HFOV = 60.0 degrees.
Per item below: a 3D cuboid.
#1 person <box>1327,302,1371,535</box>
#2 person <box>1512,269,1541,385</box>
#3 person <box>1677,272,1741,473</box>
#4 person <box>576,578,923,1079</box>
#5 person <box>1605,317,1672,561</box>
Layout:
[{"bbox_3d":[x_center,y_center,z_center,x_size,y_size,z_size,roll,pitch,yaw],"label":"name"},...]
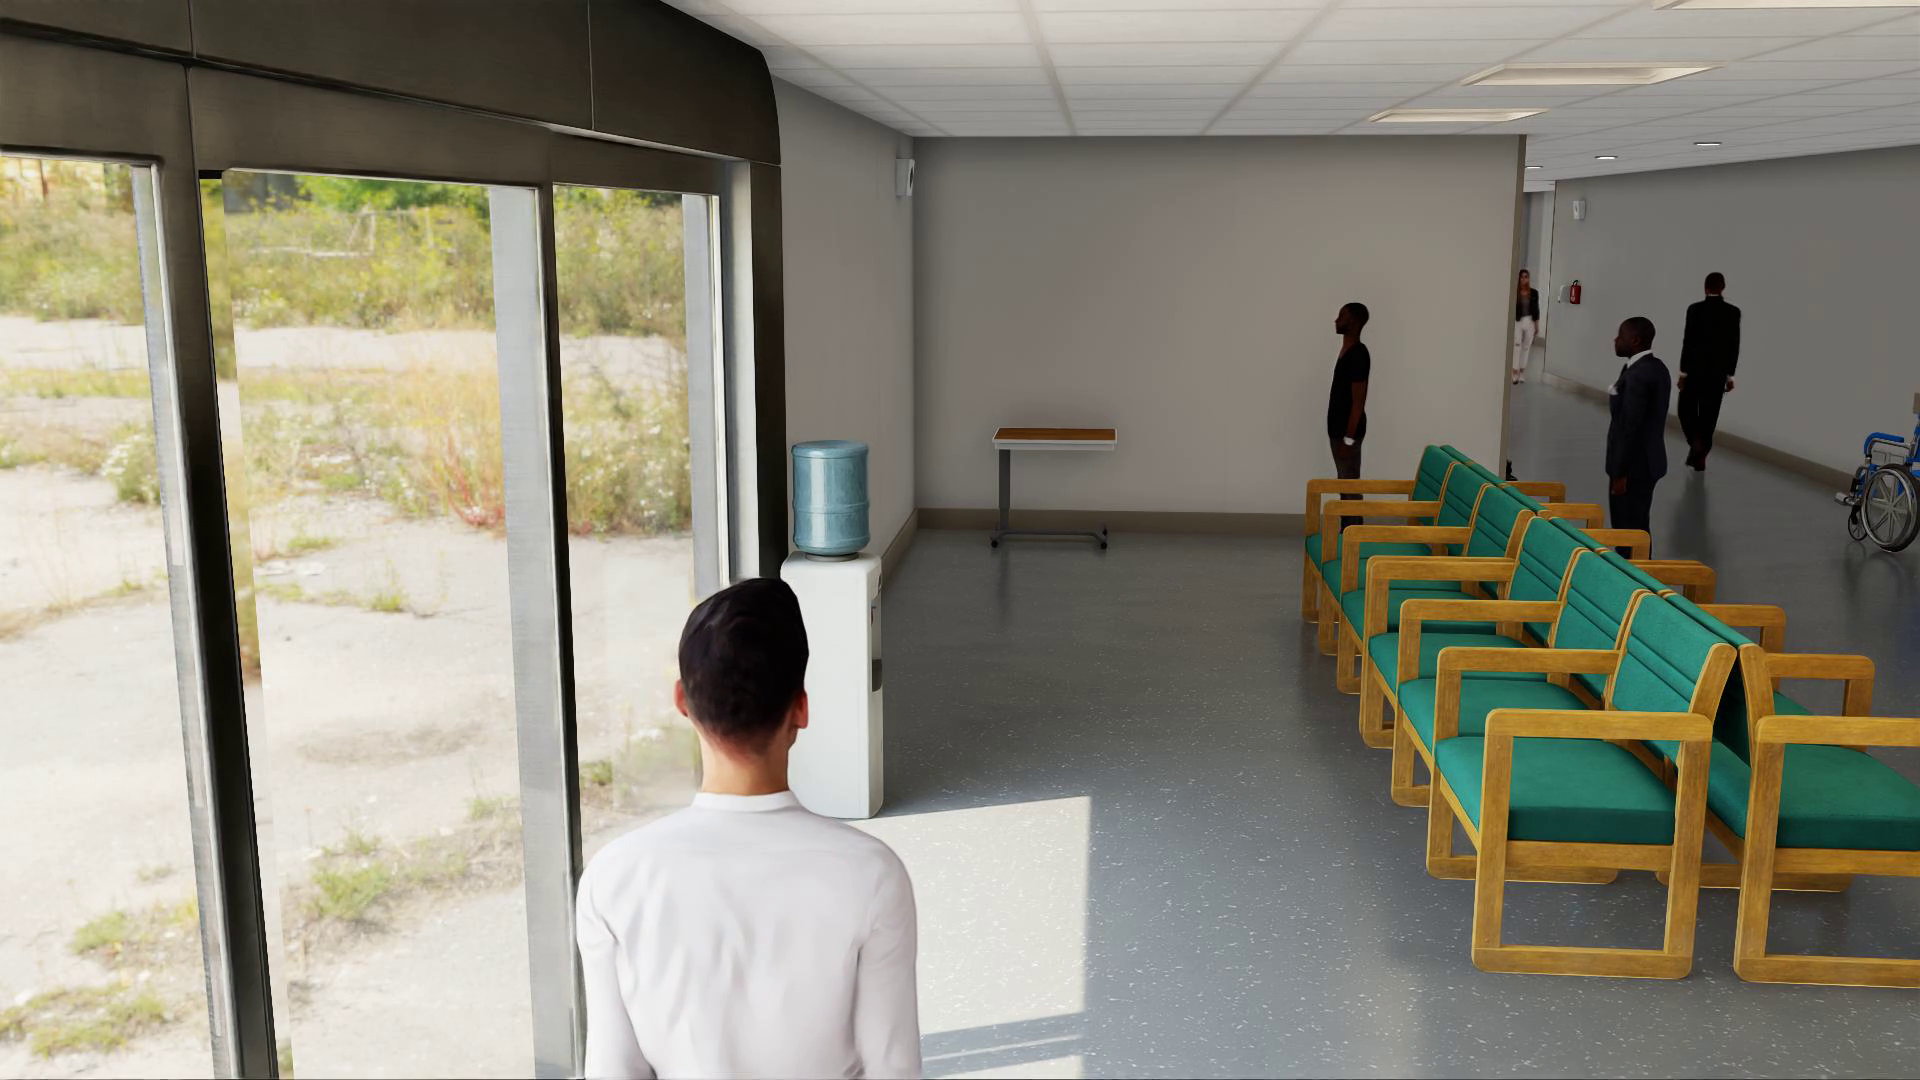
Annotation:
[{"bbox_3d":[2.774,-0.786,11.859,0.505,1.805,0.635,1,11,5],"label":"person"},{"bbox_3d":[8.304,-3.115,24.523,1.065,1.660,0.743,2,11,12],"label":"person"},{"bbox_3d":[7.116,-1.576,15.799,0.748,1.889,0.796,2,11,11],"label":"person"},{"bbox_3d":[-0.282,0.973,2.320,0.530,1.868,0.681,0,11,1],"label":"person"},{"bbox_3d":[3.988,-0.408,9.827,0.792,1.821,0.784,8,13,36],"label":"person"}]
